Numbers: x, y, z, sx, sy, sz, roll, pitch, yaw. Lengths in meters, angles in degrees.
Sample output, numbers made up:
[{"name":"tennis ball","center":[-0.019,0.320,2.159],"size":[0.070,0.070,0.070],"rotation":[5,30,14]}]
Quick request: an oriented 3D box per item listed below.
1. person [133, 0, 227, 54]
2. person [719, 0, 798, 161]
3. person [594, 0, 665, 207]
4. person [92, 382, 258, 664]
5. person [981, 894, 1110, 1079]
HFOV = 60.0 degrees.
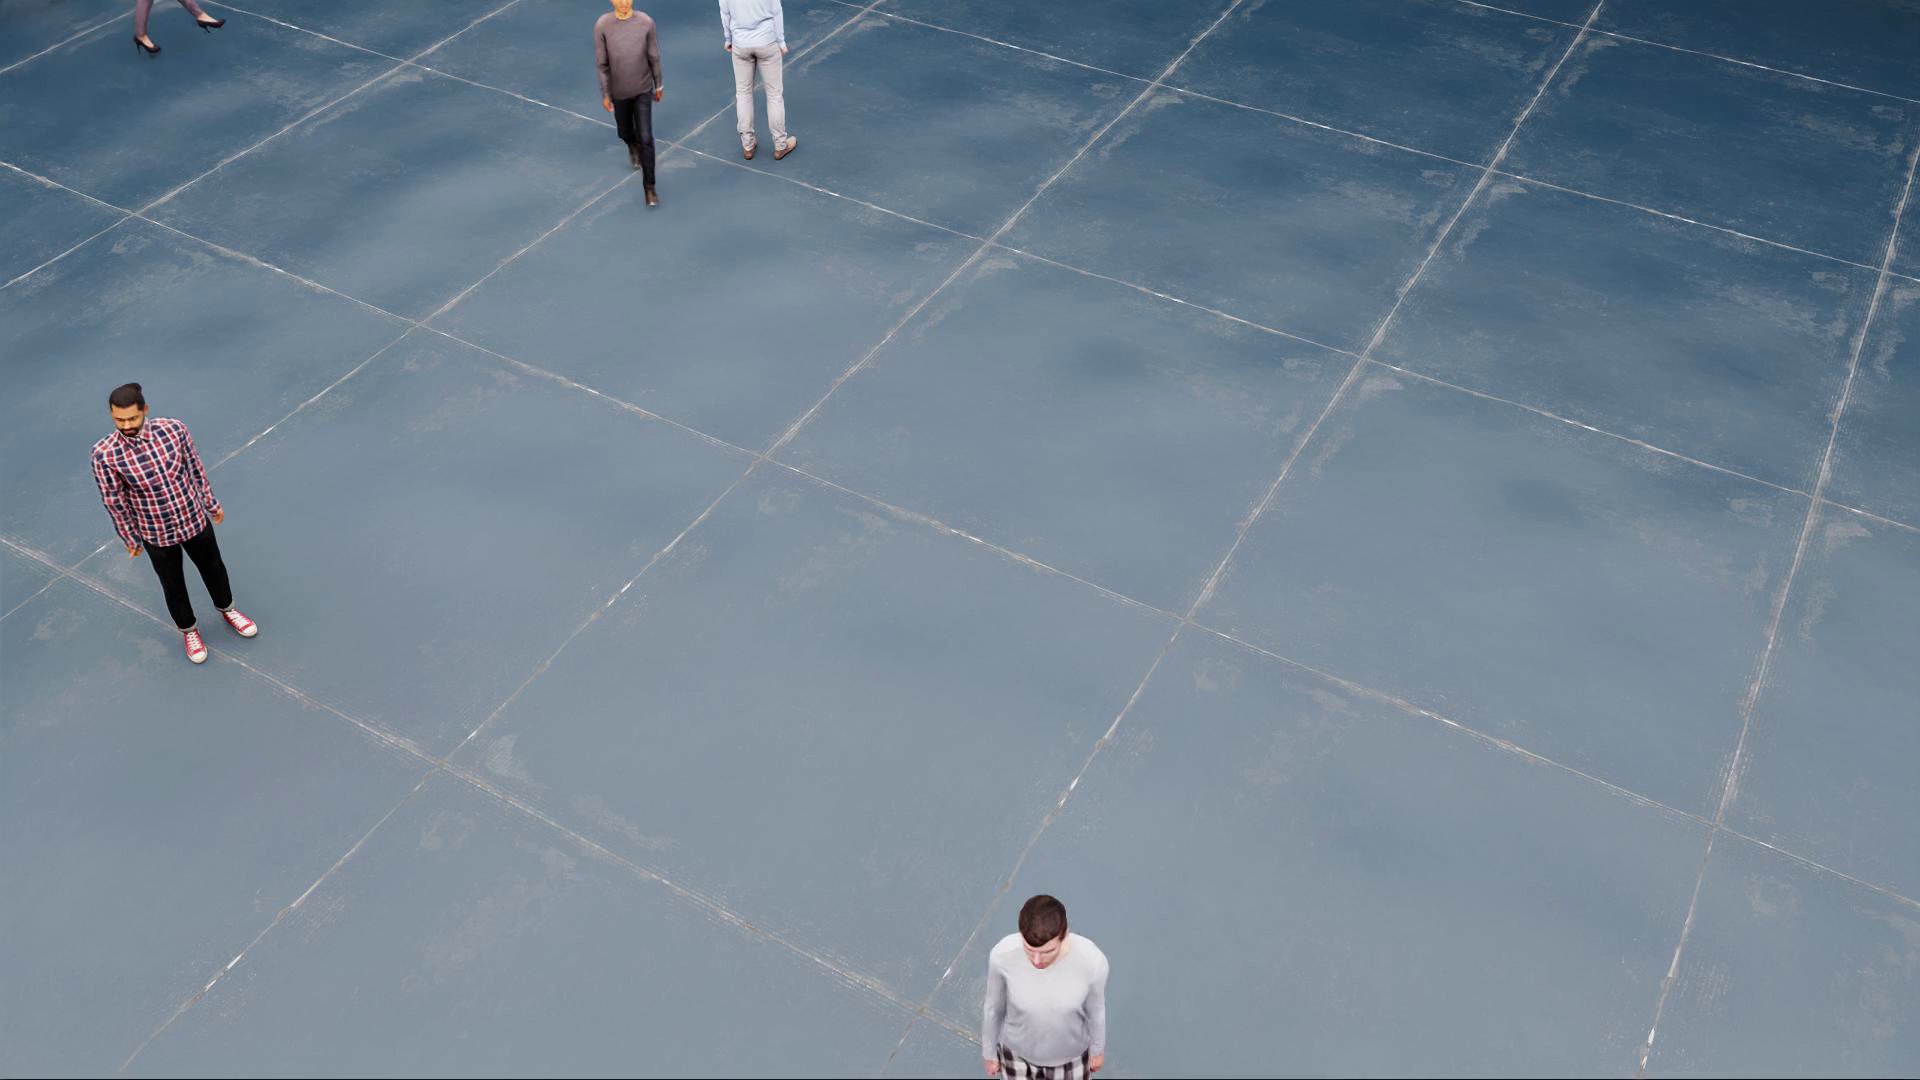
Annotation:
[{"name":"person","center":[-7.197,-5.045,14.569],"size":[1.125,1.630,0.923],"rotation":[-21,46,-22]},{"name":"person","center":[-1.616,-3.908,13.121],"size":[0.736,1.894,0.711],"rotation":[6,43,6]},{"name":"person","center":[-2.538,-3.505,12.785],"size":[1.037,1.748,1.142],"rotation":[1,42,2]},{"name":"person","center":[-4.290,-0.116,9.045],"size":[0.631,1.761,0.817],"rotation":[-32,51,-30]},{"name":"person","center":[0.350,1.955,6.710],"size":[0.767,1.833,0.814],"rotation":[6,43,6]}]
